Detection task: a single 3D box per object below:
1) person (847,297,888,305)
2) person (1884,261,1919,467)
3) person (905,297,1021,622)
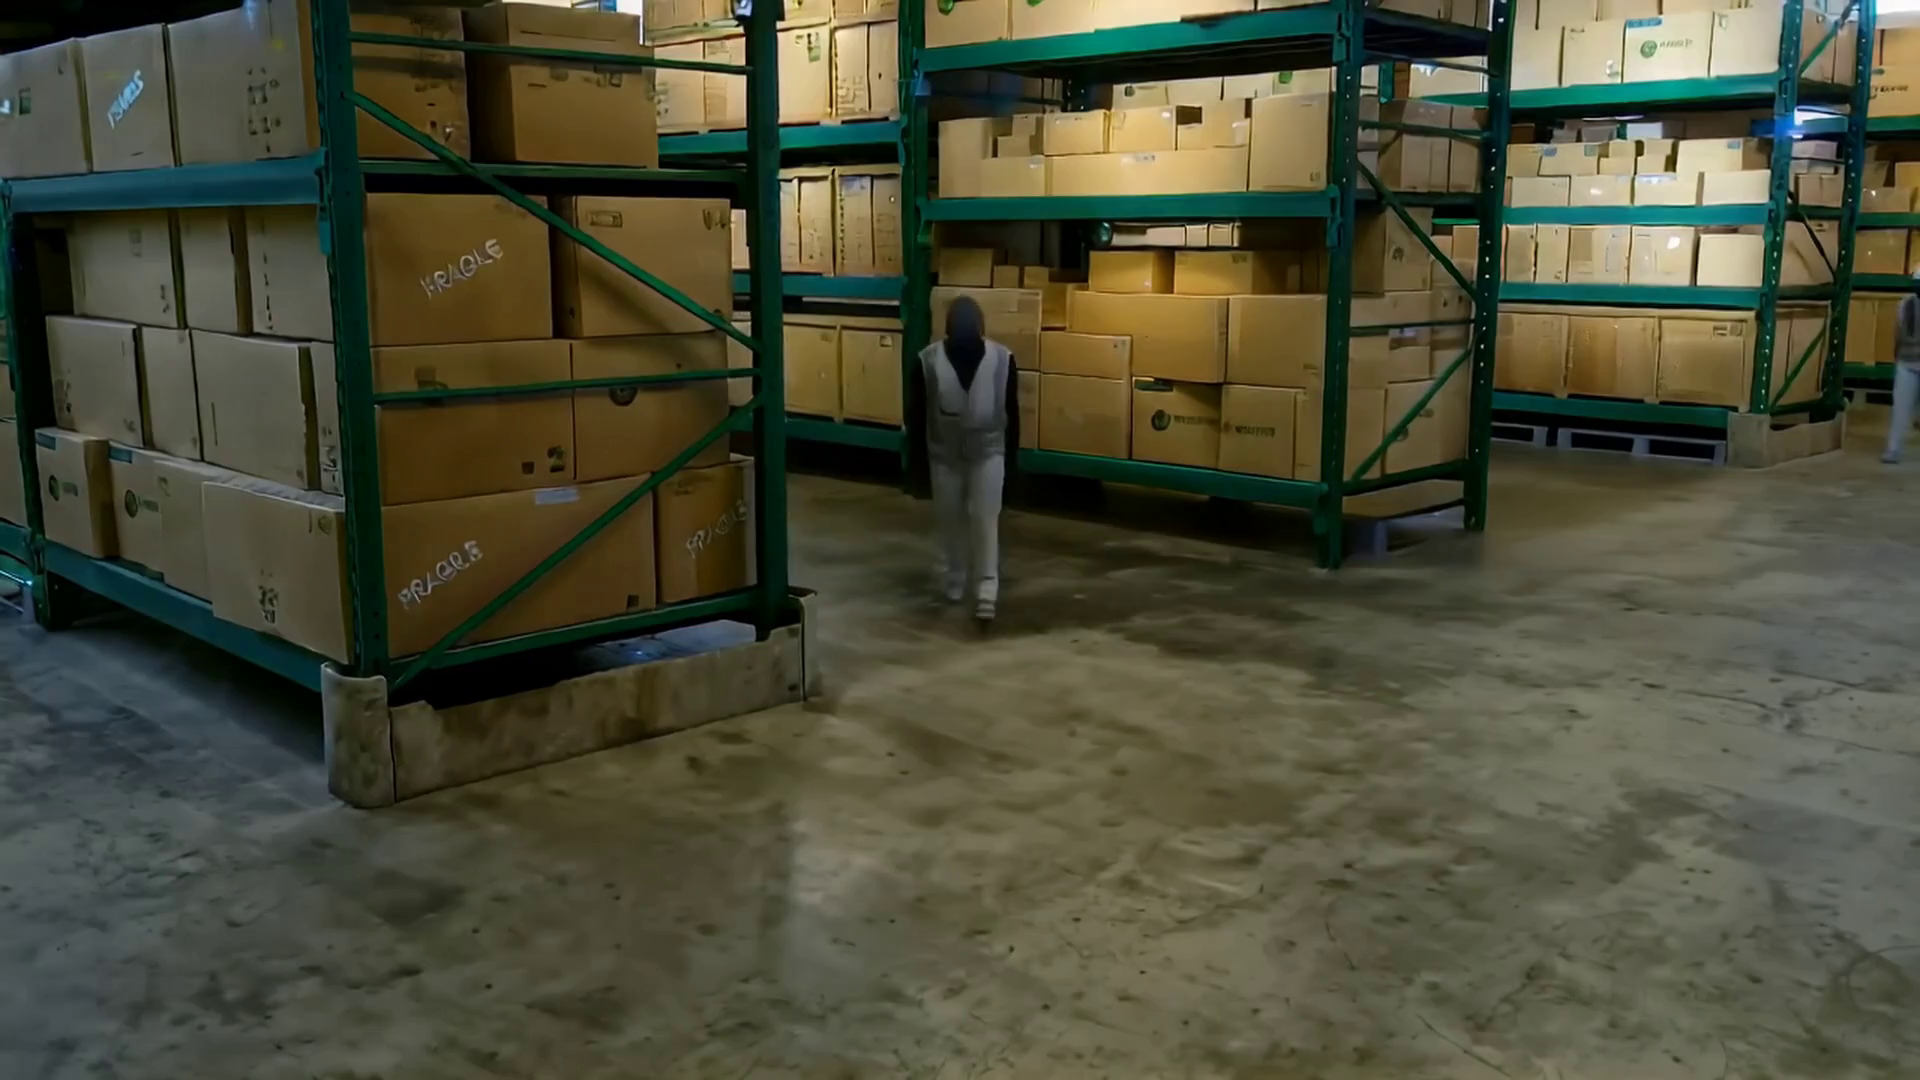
[{"bbox_3d":[-1.264,-2.611,21.018,0.626,1.800,0.806,-9,14,-41],"label":"person"},{"bbox_3d":[8.994,-1.650,15.498,0.900,1.923,0.599,-9,13,-39],"label":"person"},{"bbox_3d":[0.019,-0.459,9.336,0.657,1.785,0.980,0,10,-1],"label":"person"}]
